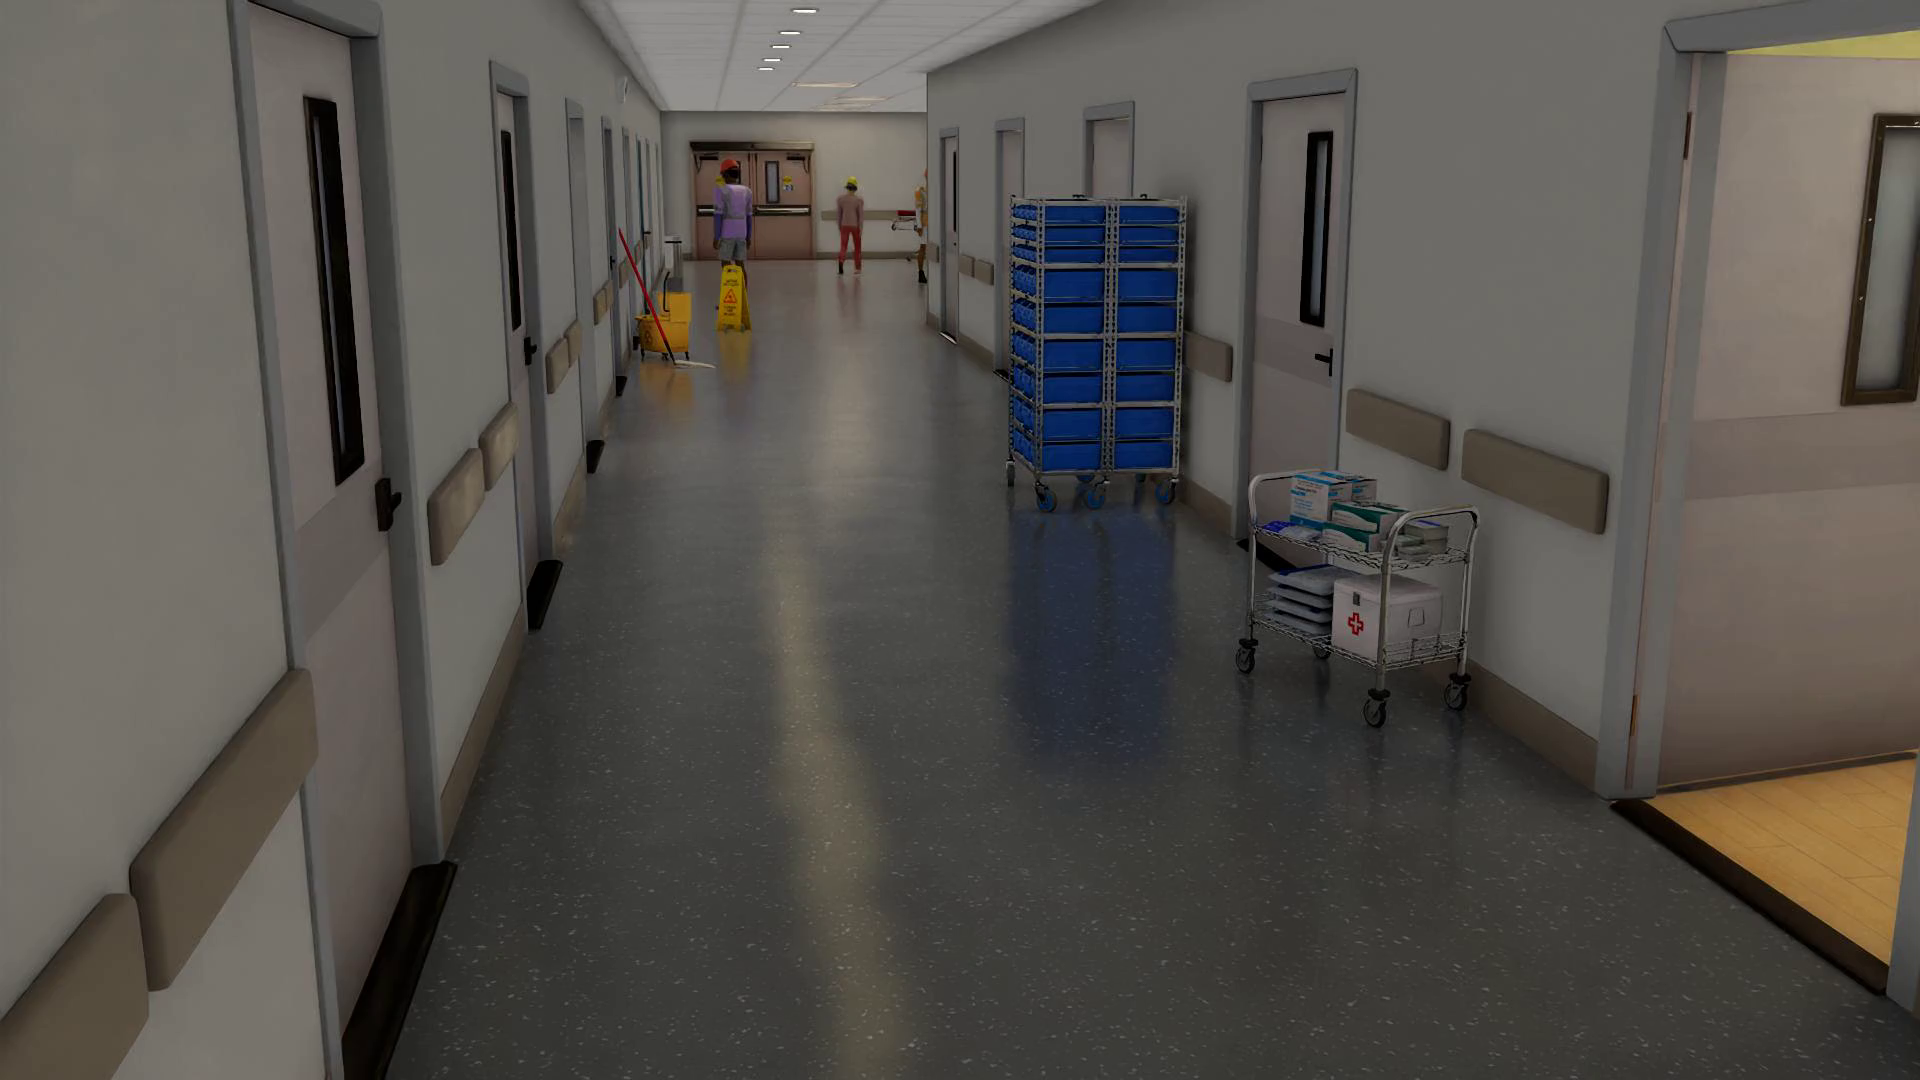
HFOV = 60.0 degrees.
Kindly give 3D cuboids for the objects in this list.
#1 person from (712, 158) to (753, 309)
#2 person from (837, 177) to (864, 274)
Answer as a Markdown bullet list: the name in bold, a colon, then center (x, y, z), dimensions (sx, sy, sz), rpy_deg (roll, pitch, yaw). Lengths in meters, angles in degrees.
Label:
- **person**: center (-3.102, -4.148, 22.605), dimensions (0.612, 2.031, 0.407), rpy_deg (-12, 17, -43)
- **person**: center (-1.979, -5.630, 29.827), dimensions (0.524, 1.738, 0.759), rpy_deg (2, 13, 11)
